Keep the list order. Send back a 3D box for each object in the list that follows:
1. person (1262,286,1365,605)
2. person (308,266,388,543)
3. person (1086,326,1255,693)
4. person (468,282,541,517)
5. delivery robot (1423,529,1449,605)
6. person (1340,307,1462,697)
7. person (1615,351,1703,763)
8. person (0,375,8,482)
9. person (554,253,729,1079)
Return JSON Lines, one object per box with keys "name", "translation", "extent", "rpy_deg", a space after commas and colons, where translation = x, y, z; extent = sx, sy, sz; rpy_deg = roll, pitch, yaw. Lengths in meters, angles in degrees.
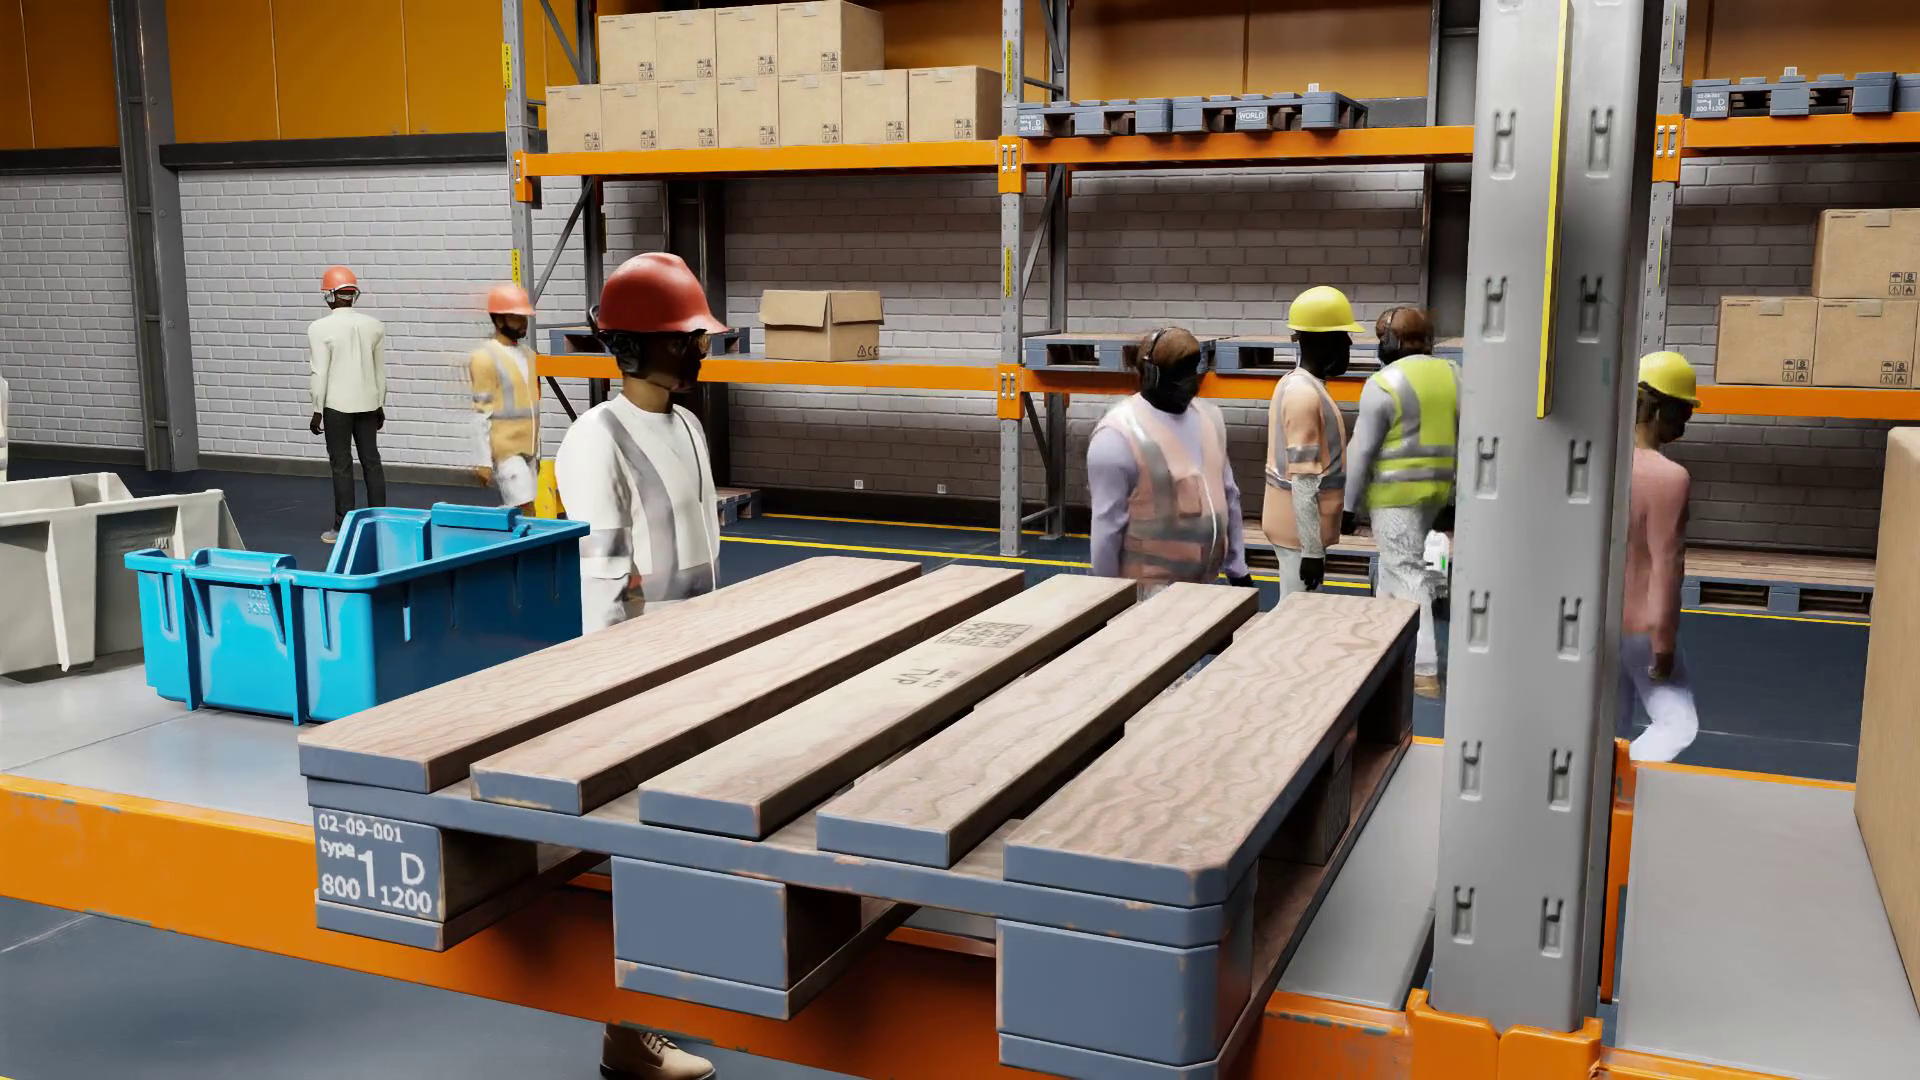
{"name": "person", "translation": [1.387, -0.034, 6.612], "extent": [0.369, 1.928, 0.585], "rpy_deg": [1, 10, 8]}
{"name": "person", "translation": [-4.418, -0.968, 12.010], "extent": [0.381, 1.994, 0.620], "rpy_deg": [6, 11, 34]}
{"name": "person", "translation": [0.735, 0.114, 6.119], "extent": [0.632, 1.807, 0.933], "rpy_deg": [-9, 13, -43]}
{"name": "person", "translation": [-2.686, -0.545, 9.735], "extent": [0.830, 1.916, 0.548], "rpy_deg": [3, 10, 18]}
{"name": "delivery robot", "translation": [2.648, 0.102, 9.615], "extent": [0.477, 0.478, 0.707], "rpy_deg": [2, 10, 16]}
{"name": "person", "translation": [2.026, -0.199, 7.954], "extent": [0.649, 1.804, 0.858], "rpy_deg": [-7, 12, -36]}
{"name": "person", "translation": [2.193, 0.262, 5.409], "extent": [0.374, 1.743, 0.525], "rpy_deg": [-2, 10, -13]}
{"name": "person", "translation": [-5.005, -0.266, 8.336], "extent": [0.404, 1.823, 0.590], "rpy_deg": [1, 10, 7]}
{"name": "person", "translation": [-0.736, 0.323, 4.131], "extent": [0.374, 2.044, 0.606], "rpy_deg": [2, 10, 12]}
